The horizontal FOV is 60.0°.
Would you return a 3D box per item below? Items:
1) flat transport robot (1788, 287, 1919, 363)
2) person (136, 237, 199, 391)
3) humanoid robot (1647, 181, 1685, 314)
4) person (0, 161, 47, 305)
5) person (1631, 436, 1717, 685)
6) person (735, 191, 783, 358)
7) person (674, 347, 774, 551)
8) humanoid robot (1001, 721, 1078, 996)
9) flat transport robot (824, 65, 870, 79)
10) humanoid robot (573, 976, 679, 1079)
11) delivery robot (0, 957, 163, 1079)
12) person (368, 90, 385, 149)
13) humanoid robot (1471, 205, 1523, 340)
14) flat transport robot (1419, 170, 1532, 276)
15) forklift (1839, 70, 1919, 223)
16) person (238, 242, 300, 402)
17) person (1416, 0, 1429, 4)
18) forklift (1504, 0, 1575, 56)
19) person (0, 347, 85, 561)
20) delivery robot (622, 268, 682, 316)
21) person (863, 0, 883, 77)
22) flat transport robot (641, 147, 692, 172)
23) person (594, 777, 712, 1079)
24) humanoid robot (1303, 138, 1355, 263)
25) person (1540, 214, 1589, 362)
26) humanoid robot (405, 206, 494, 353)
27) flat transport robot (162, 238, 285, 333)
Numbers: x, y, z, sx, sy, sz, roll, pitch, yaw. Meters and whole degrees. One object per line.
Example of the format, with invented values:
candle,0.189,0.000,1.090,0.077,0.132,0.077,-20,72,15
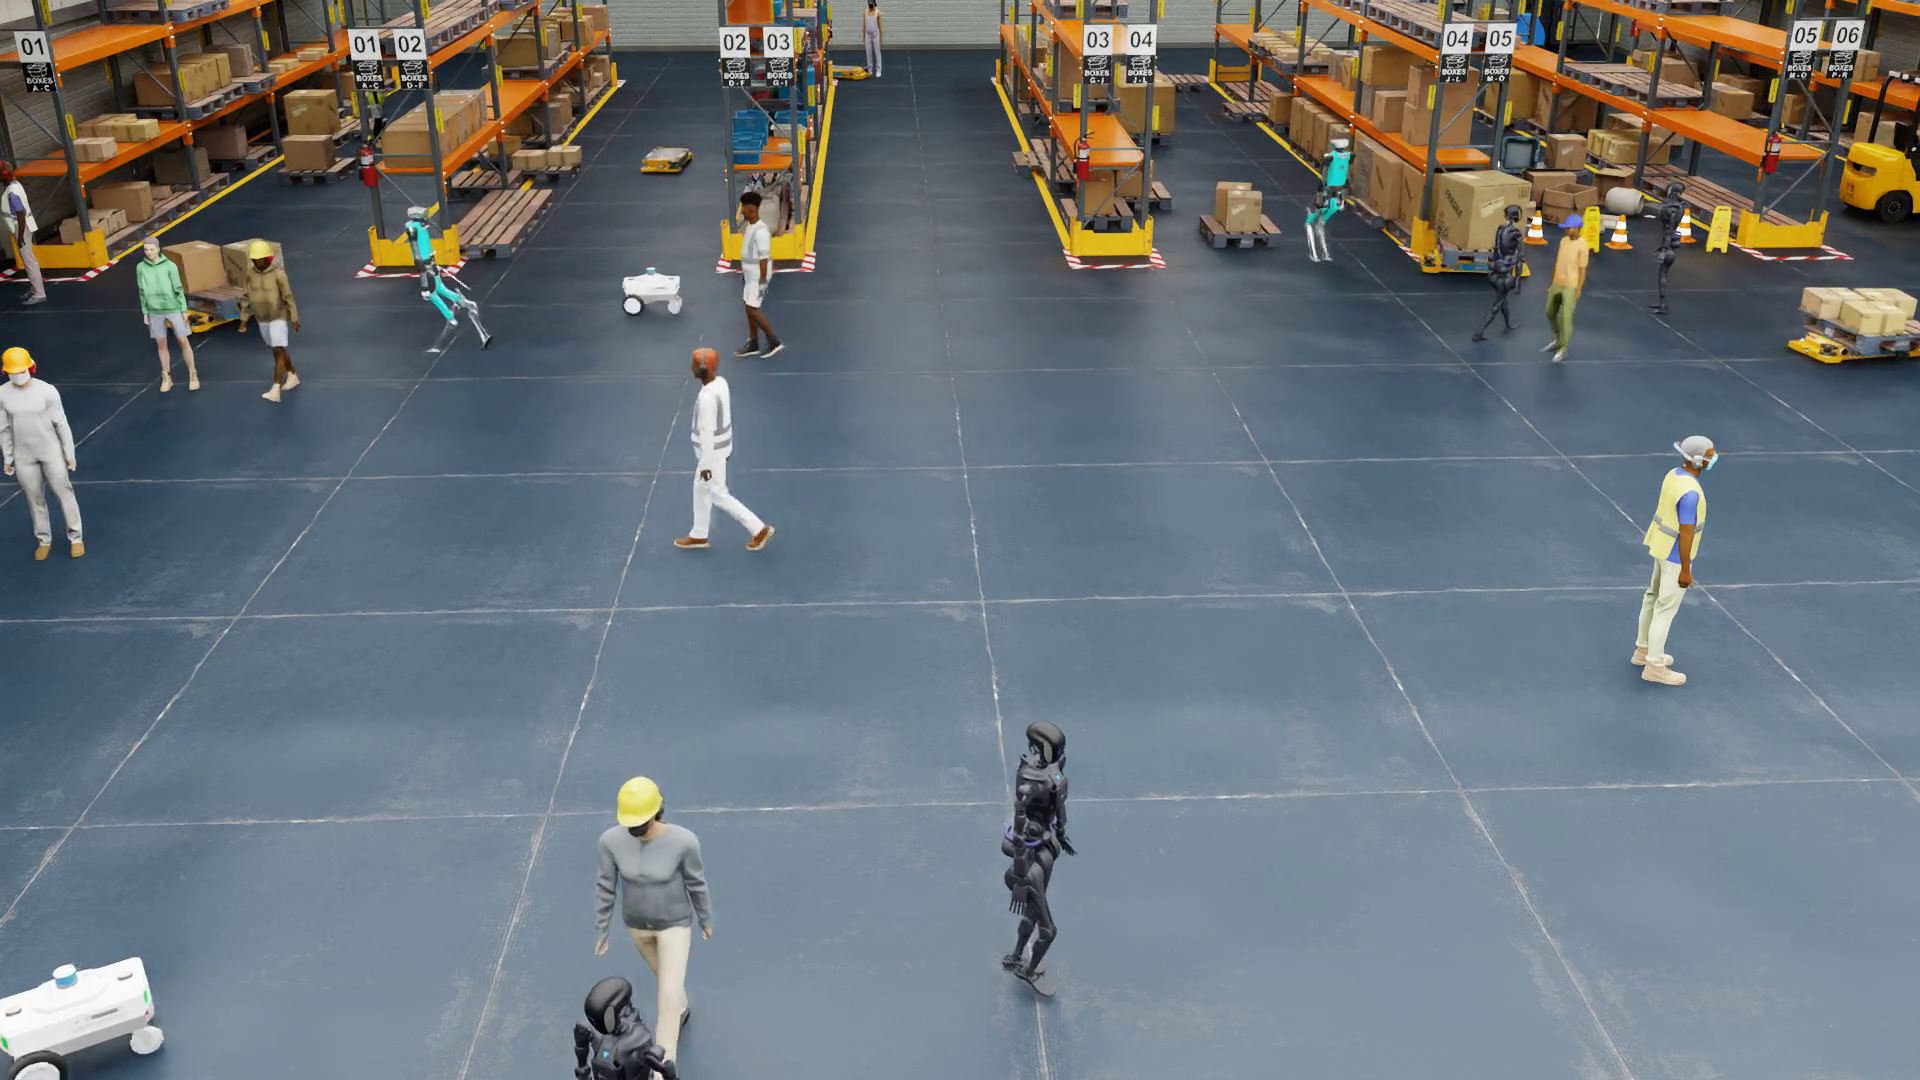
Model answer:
flat transport robot,10.653,-2.312,19.669,1.431,0.231,0.659,-5,25,-12
person,-8.712,-2.484,18.257,0.471,1.735,0.326,-3,24,-7
humanoid robot,8.954,-3.714,21.084,0.324,1.654,0.596,8,25,18
person,-12.118,-3.975,21.464,0.385,1.845,0.569,-14,28,-29
person,5.222,0.134,12.179,0.401,1.893,0.520,3,24,6
person,-2.400,-3.067,19.311,0.448,1.943,0.624,-7,25,-16
person,-2.055,-0.754,14.221,0.845,1.856,0.581,2,24,4
humanoid robot,0.405,1.682,8.965,0.395,1.650,0.609,12,27,25
flat transport robot,-2.907,-11.052,39.305,1.431,0.231,0.659,5,25,12
humanoid robot,-1.374,2.532,7.121,0.608,1.620,0.794,12,27,25
delivery robot,-4.562,2.463,8.577,0.785,0.587,0.499,-15,28,-30
person,-10.911,-8.202,31.155,0.322,1.690,0.532,-5,24,-10
humanoid robot,6.572,-3.223,20.029,0.772,1.626,0.587,-7,25,-15
flat transport robot,7.156,-3.859,23.143,1.431,0.231,0.659,4,24,9
forklift,15.132,-6.143,25.915,2.313,2.155,1.214,-1,24,-2
person,-7.508,-2.378,18.037,0.528,1.716,0.886,5,24,11
person,11.680,-13.044,41.901,0.395,1.799,0.588,-13,27,-27
forklift,14.700,-13.805,42.301,1.873,2.768,1.129,-1,24,-2
person,-7.837,-0.737,14.142,0.569,1.889,0.389,-5,25,-12
delivery robot,-3.960,-3.172,21.271,0.815,0.614,0.499,-2,24,-4
person,-2.065,-11.845,39.153,0.496,1.849,0.440,8,25,17
flat transport robot,-5.240,-6.796,29.744,0.659,0.231,1.431,1,24,1
person,-1.553,1.951,8.294,0.549,1.715,0.897,4,24,9
humanoid robot,5.110,-4.787,23.408,0.530,1.779,0.727,-13,27,-26
person,7.013,-2.933,19.289,0.363,1.716,0.464,-11,26,-24
humanoid robot,-5.926,-3.034,19.506,0.959,1.771,0.544,-1,24,-2
flat transport robot,-9.291,-2.922,21.039,0.659,0.231,1.431,13,27,27
